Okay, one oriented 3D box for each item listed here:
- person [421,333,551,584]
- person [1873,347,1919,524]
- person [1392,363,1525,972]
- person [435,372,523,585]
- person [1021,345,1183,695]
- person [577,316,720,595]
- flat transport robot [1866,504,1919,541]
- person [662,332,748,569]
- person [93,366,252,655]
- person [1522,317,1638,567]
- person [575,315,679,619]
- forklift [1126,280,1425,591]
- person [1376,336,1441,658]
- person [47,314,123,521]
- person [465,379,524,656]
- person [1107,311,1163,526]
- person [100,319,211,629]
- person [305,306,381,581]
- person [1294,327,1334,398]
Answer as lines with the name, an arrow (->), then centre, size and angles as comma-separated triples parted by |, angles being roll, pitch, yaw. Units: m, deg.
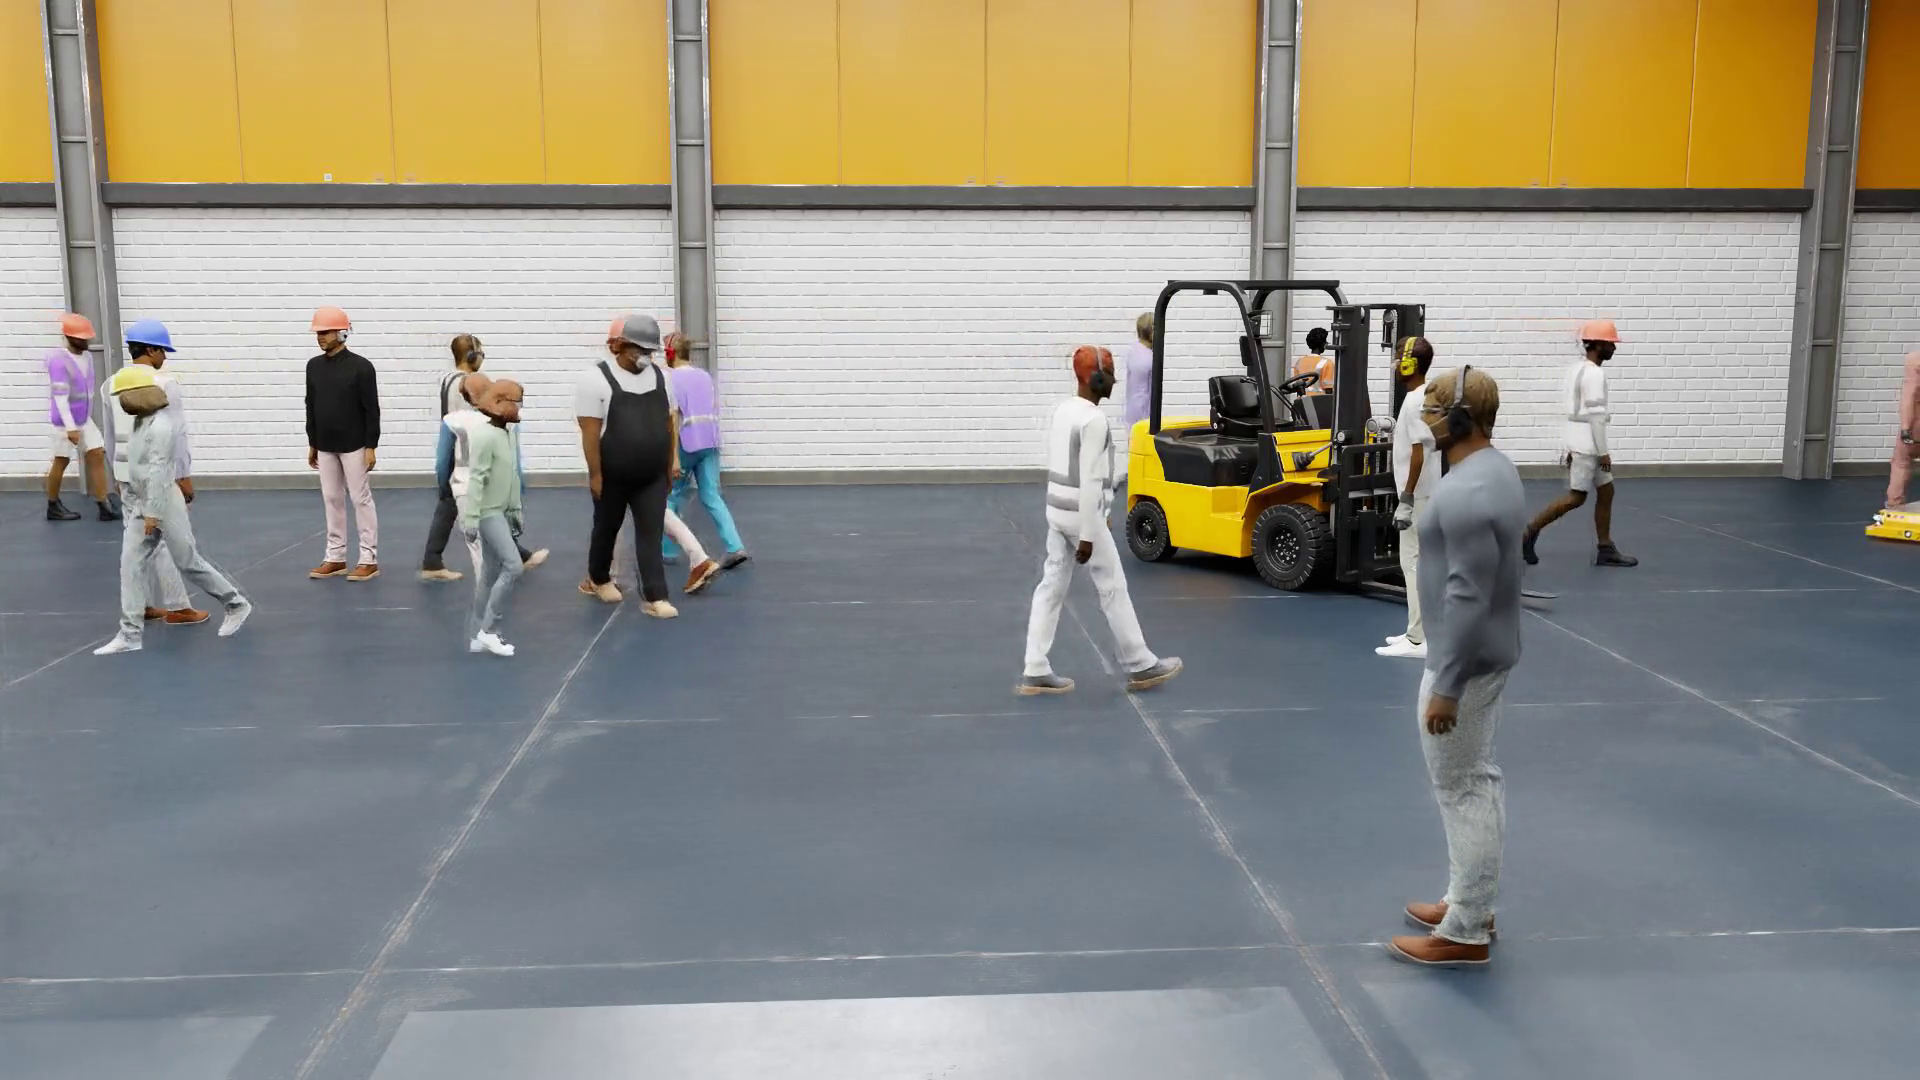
person -> -3.498, -0.588, 12.046 | 0.965, 1.788, 0.528 | -6, 11, -34
person -> 8.407, -1.025, 14.506 | 0.645, 1.875, 0.825 | 0, 9, 1
person -> 1.610, 0.406, 5.330 | 0.355, 1.936, 0.635 | 4, 10, 24
person -> -3.149, -0.300, 10.886 | 0.512, 1.586, 0.889 | -6, 11, -32
person -> 0.739, -0.102, 8.798 | 0.946, 1.837, 0.591 | -4, 10, -21
person -> -2.157, -0.568, 11.451 | 0.955, 1.951, 0.605 | 3, 9, 17
flat transport robot -> 8.327, -0.166, 14.138 | 1.431, 0.197, 0.652 | -8, 12, -41
person -> -1.983, -0.667, 12.545 | 0.909, 1.796, 0.576 | 6, 11, 34
person -> -4.723, -0.202, 9.920 | 0.472, 1.694, 0.875 | 7, 12, 38
person -> 4.678, -0.731, 12.585 | 0.891, 1.906, 0.544 | 3, 9, 16
person -> -2.194, -0.543, 10.970 | 0.695, 2.000, 1.005 | -6, 11, -34
forklift -> 2.301, -0.860, 12.475 | 1.214, 2.155, 2.313 | -6, 11, -35
person -> 2.626, -0.246, 9.657 | 0.310, 1.864, 0.533 | 5, 10, 27
person -> -7.871, -1.072, 14.828 | 0.917, 1.863, 0.557 | 2, 9, 11
person -> -2.690, -0.124, 9.658 | 0.437, 1.612, 0.516 | 0, 9, 1
person -> 1.530, -1.010, 14.306 | 0.895, 1.915, 0.630 | 1, 9, 5
person -> -5.074, -0.409, 10.454 | 0.605, 1.936, 0.411 | 3, 10, 21
person -> -4.490, -0.693, 12.054 | 0.614, 1.993, 0.395 | 4, 10, 21
person -> 3.582, -1.303, 16.838 | 0.320, 1.694, 0.531 | -5, 10, -28
